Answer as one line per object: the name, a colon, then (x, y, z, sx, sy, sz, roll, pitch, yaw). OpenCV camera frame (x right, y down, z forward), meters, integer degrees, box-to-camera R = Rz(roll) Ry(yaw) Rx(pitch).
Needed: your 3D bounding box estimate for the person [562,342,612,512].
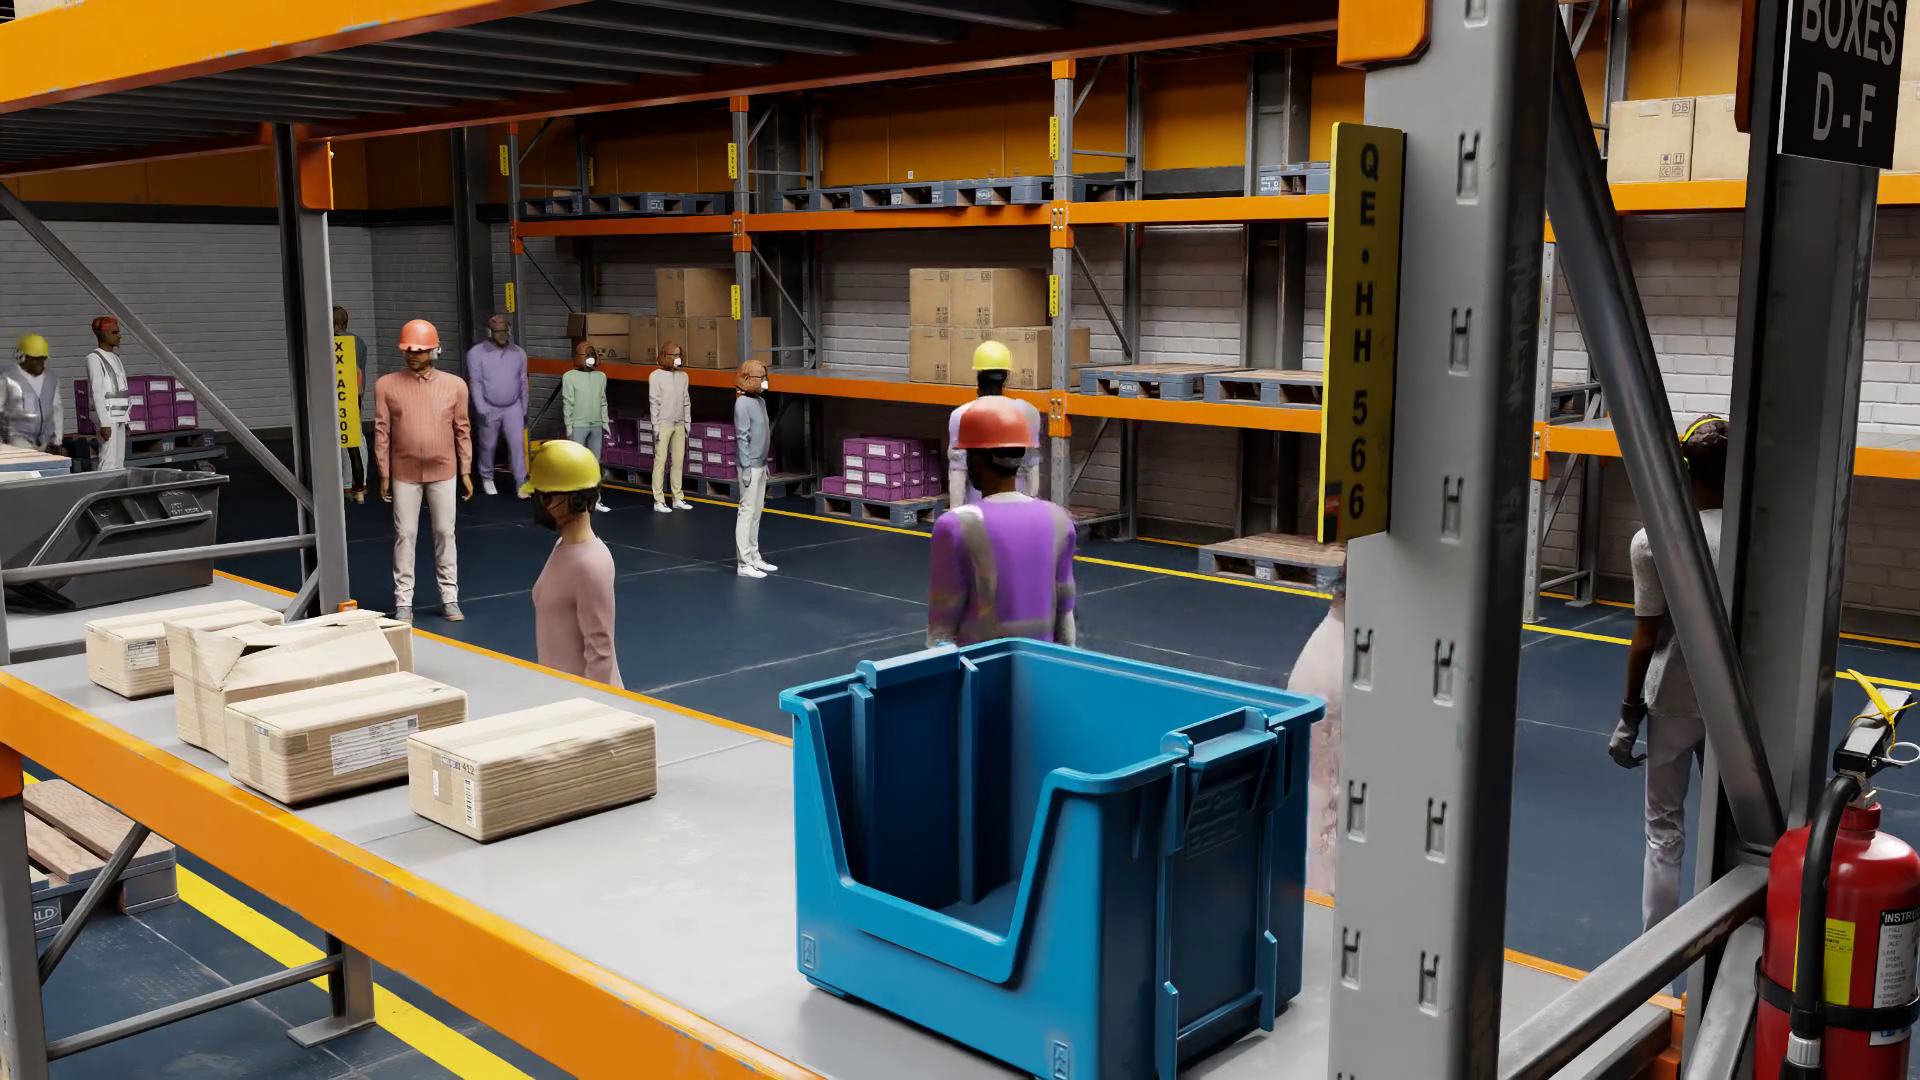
person: (-3.530, -1.059, 15.750, 0.278, 1.634, 0.498, 8, 12, 42)

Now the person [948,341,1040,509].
person: (0.215, -0.183, 9.544, 0.592, 1.909, 0.658, -4, 10, -25)

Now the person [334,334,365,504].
person: (-6.062, -1.167, 16.234, 0.320, 1.692, 0.531, 7, 12, 36)

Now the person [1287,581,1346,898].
person: (0.881, 0.812, 3.507, 0.453, 1.883, 0.658, 4, 10, 23)

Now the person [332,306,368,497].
person: (-6.286, -1.404, 16.933, 0.372, 1.940, 0.631, 3, 10, 17)

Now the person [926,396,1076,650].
person: (0.183, 0.482, 5.482, 0.553, 1.907, 0.873, -7, 12, -37)

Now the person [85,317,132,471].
person: (-7.732, -1.089, 15.173, 0.356, 1.883, 0.574, -2, 9, -10)

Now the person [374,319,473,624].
person: (-3.495, -0.439, 10.861, 0.610, 1.989, 0.392, -4, 10, -21)

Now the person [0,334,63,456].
person: (-8.080, -0.904, 14.433, 0.946, 1.756, 0.632, 4, 10, 24)

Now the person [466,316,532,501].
person: (-4.657, -1.335, 16.813, 0.640, 1.854, 1.006, -5, 11, -29)

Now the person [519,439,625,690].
person: (-1.269, 0.548, 5.491, 0.308, 1.769, 0.525, -5, 10, -26)

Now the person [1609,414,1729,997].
person: (2.296, 0.543, 5.205, 0.512, 1.872, 0.328, -1, 9, -5)

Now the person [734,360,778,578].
person: (-1.556, -0.541, 12.573, 0.273, 1.632, 0.507, 2, 9, 10)

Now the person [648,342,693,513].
person: (-2.766, -1.079, 15.900, 0.277, 1.629, 0.496, 7, 12, 38)
